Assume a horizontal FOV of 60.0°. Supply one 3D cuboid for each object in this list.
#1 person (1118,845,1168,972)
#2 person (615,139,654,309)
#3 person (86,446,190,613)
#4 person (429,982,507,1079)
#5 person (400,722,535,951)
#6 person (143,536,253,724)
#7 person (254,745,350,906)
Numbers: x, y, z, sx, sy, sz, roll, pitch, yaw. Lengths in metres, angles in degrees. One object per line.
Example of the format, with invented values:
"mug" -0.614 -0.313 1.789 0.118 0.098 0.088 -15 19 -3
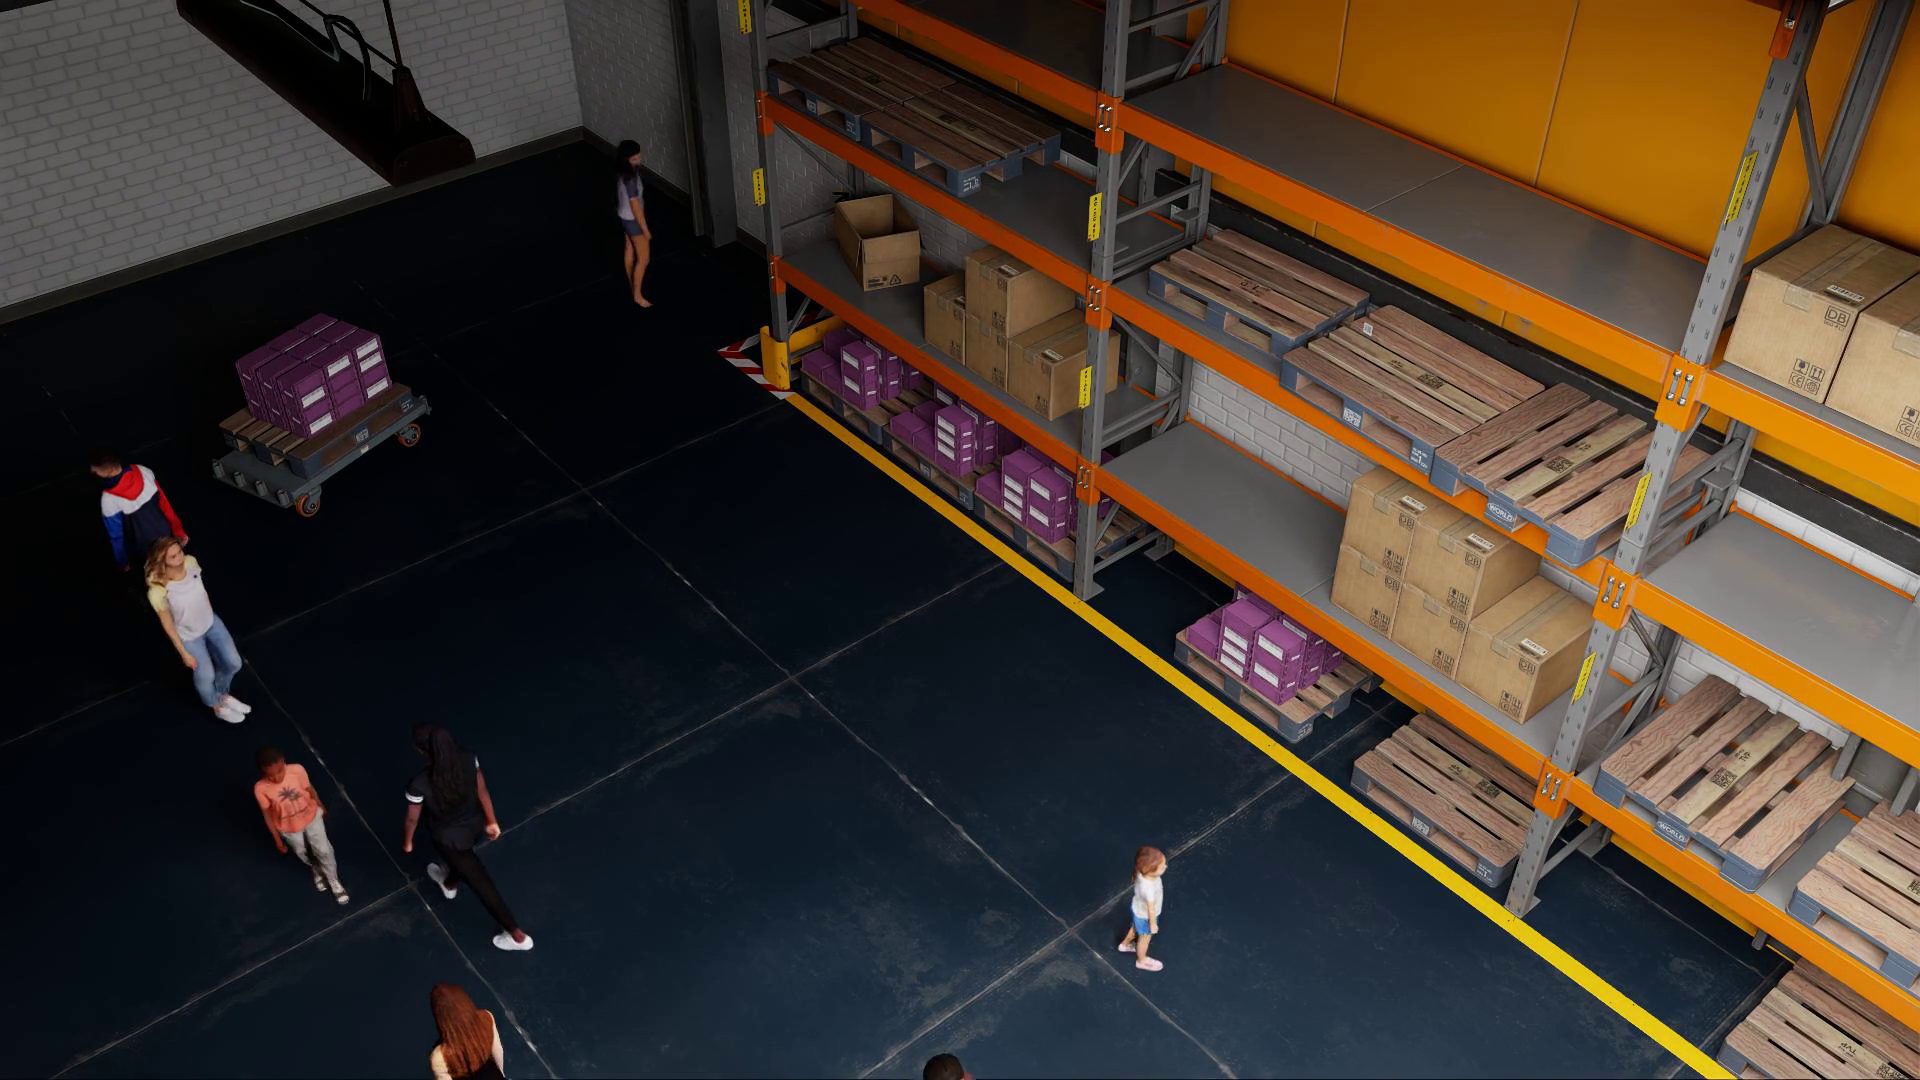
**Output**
"person" 1.089 2.182 9.922 0.593 1.022 0.532 1 39 1
"person" -3.174 -3.102 15.981 0.824 1.718 0.565 -26 45 -29
"person" -5.794 0.064 12.031 1.257 1.701 1.029 15 41 18
"person" -2.403 2.901 8.468 0.721 1.714 0.676 23 44 26
"person" -2.902 1.797 9.873 1.255 1.685 0.842 22 44 26
"person" -5.300 0.623 11.325 0.767 1.708 0.742 11 40 13
"person" -4.142 1.681 10.331 0.571 1.295 0.696 -18 42 -21
